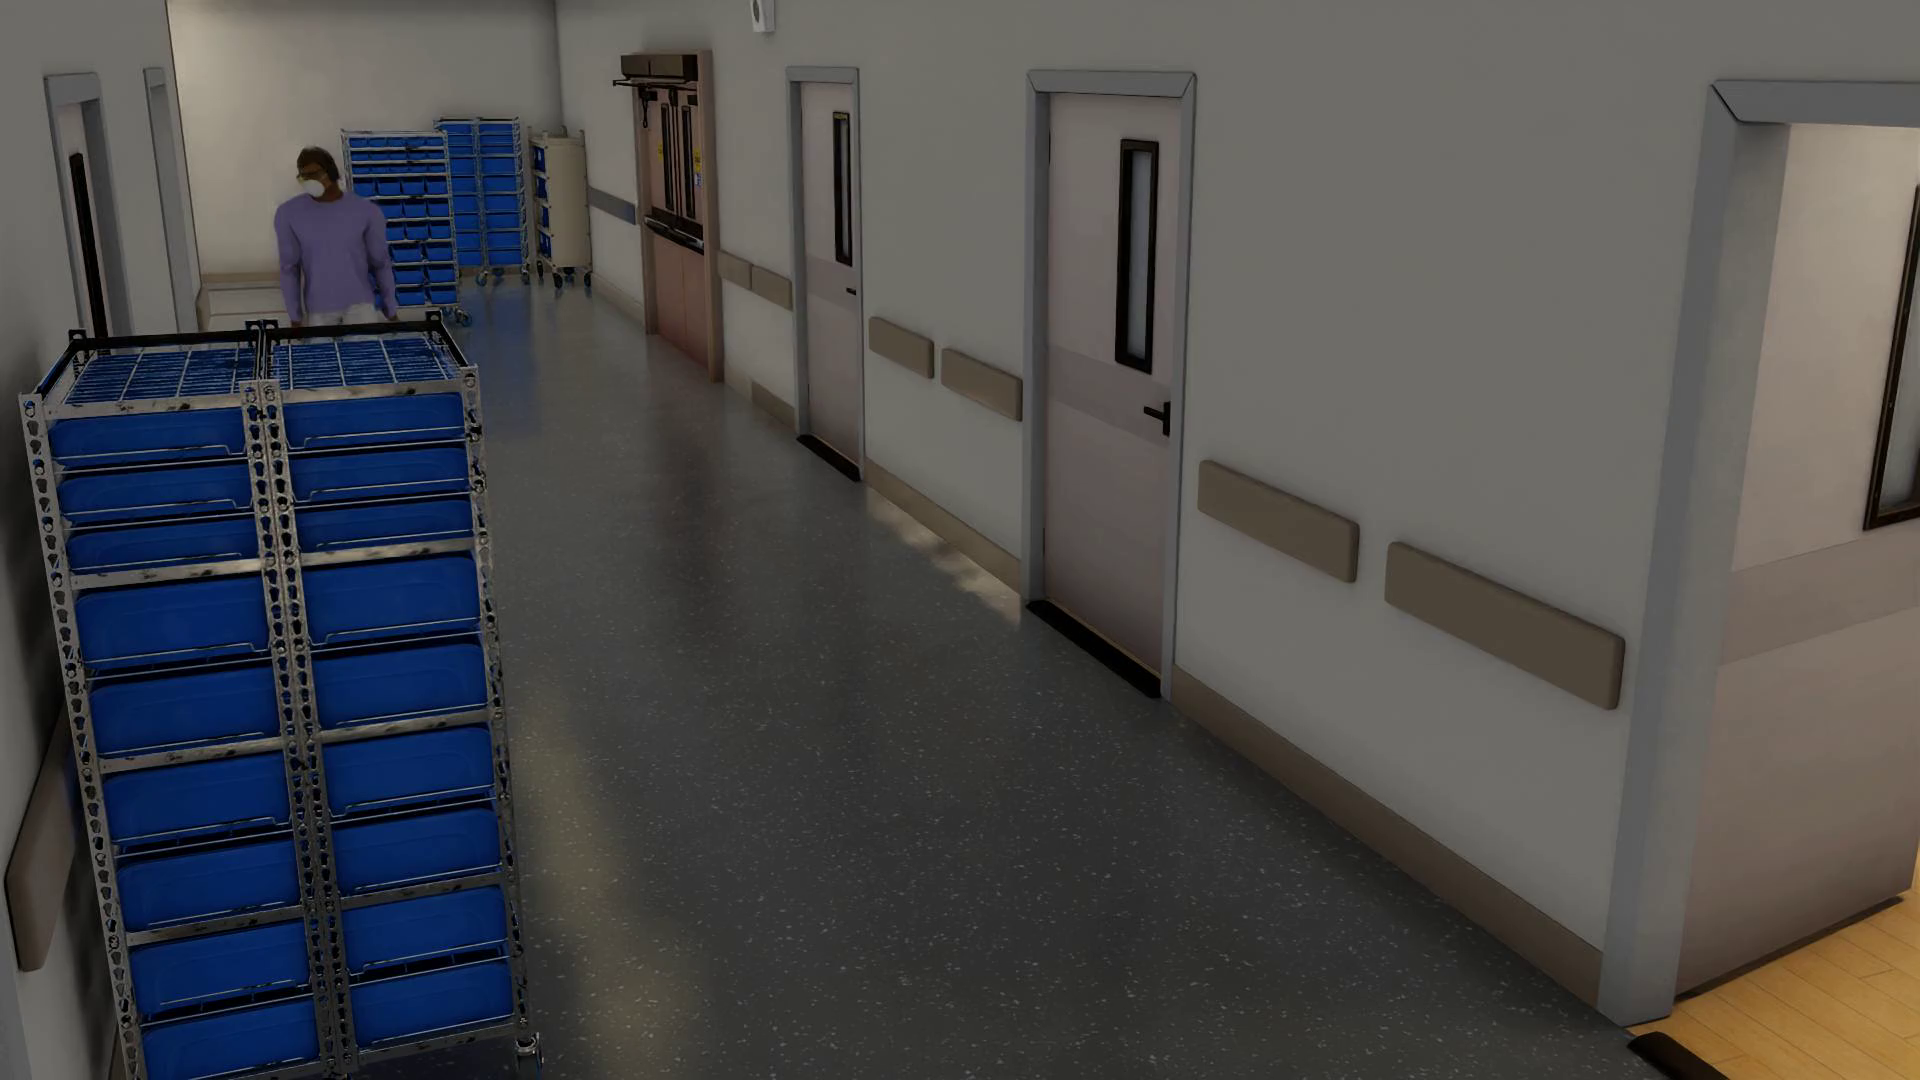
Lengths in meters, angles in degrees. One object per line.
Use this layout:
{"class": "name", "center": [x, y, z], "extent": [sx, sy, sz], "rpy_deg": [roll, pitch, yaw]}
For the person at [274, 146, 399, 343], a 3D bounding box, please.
{"class": "person", "center": [-3.701, -1.398, 9.960], "extent": [0.640, 1.907, 0.895], "rpy_deg": [-4, 17, -13]}
